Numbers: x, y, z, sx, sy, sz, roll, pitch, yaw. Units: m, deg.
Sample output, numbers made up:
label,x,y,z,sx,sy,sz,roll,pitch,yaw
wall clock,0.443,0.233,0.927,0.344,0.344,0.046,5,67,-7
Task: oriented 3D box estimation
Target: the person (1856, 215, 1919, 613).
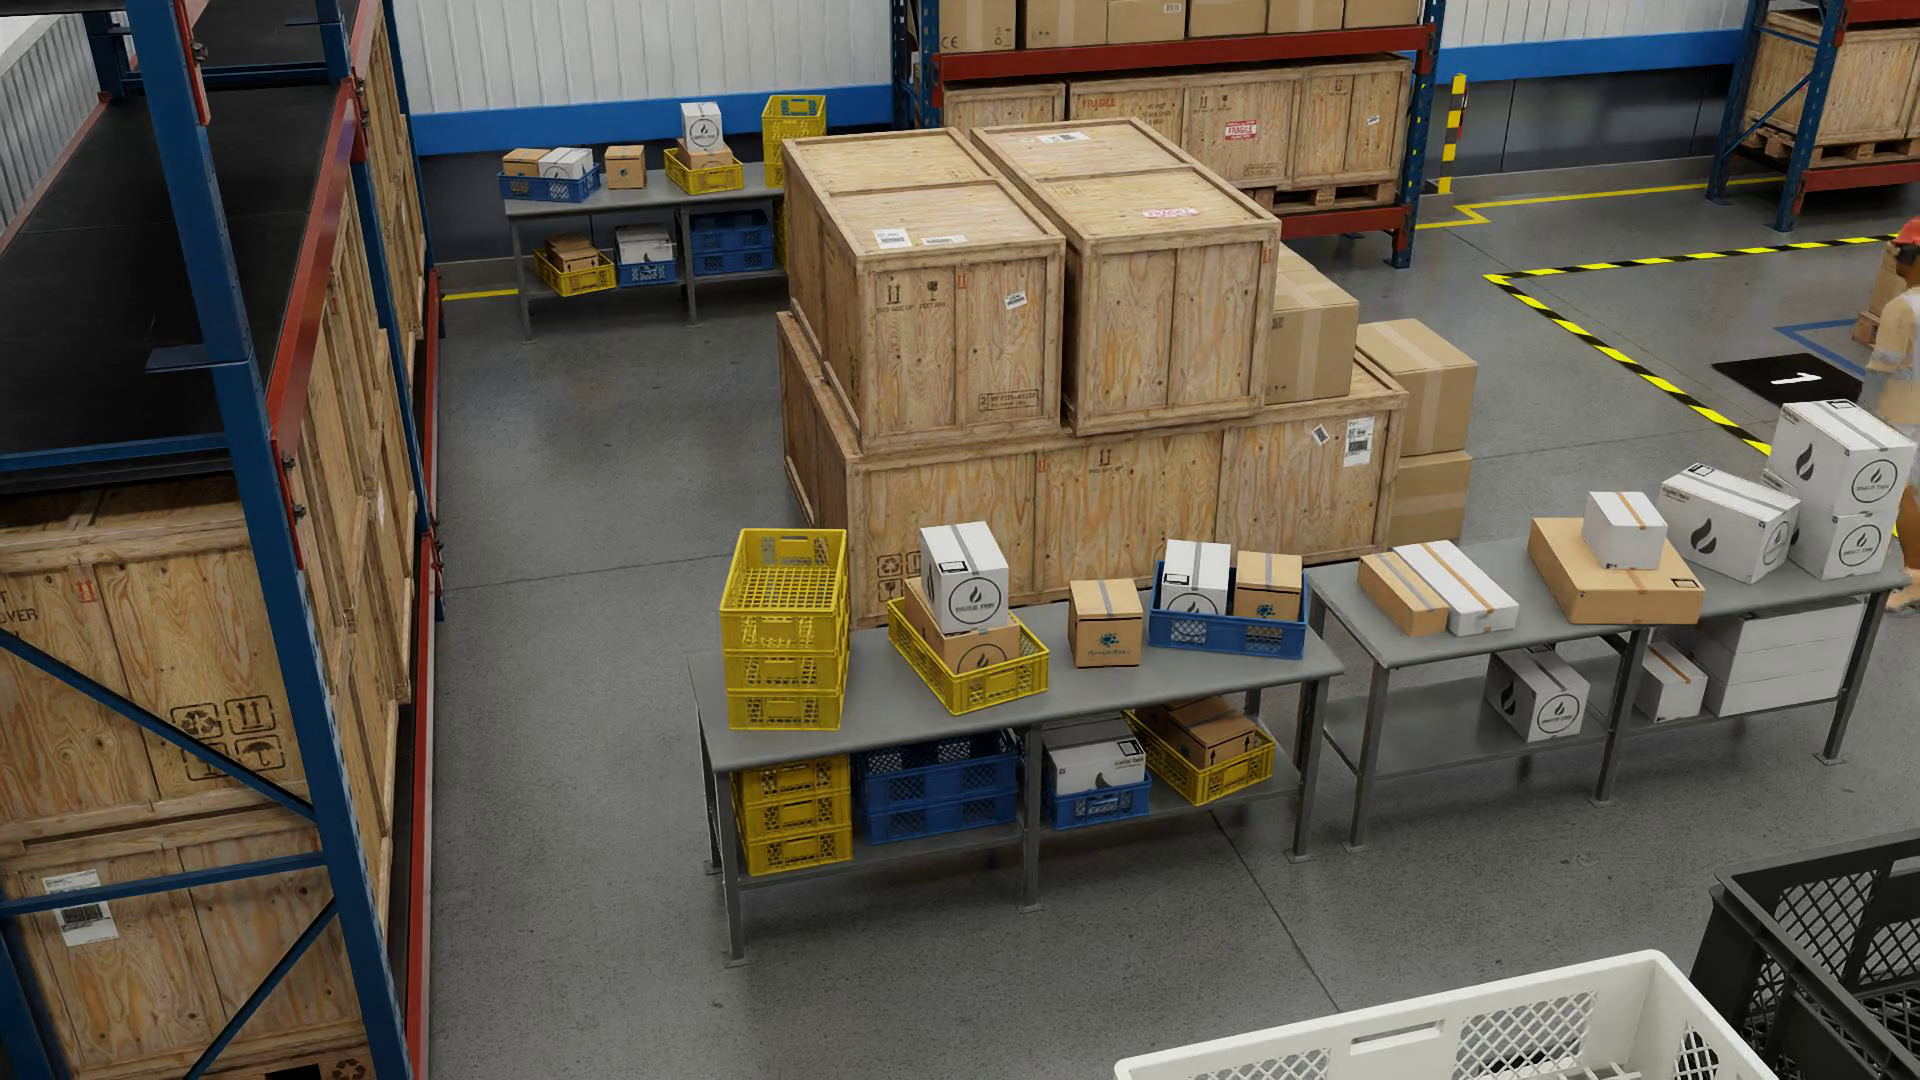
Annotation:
label,x,y,z,sx,sy,sz,roll,pitch,yaw
person,4.831,-0.675,8.592,0.682,1.971,1.007,-22,35,-34
